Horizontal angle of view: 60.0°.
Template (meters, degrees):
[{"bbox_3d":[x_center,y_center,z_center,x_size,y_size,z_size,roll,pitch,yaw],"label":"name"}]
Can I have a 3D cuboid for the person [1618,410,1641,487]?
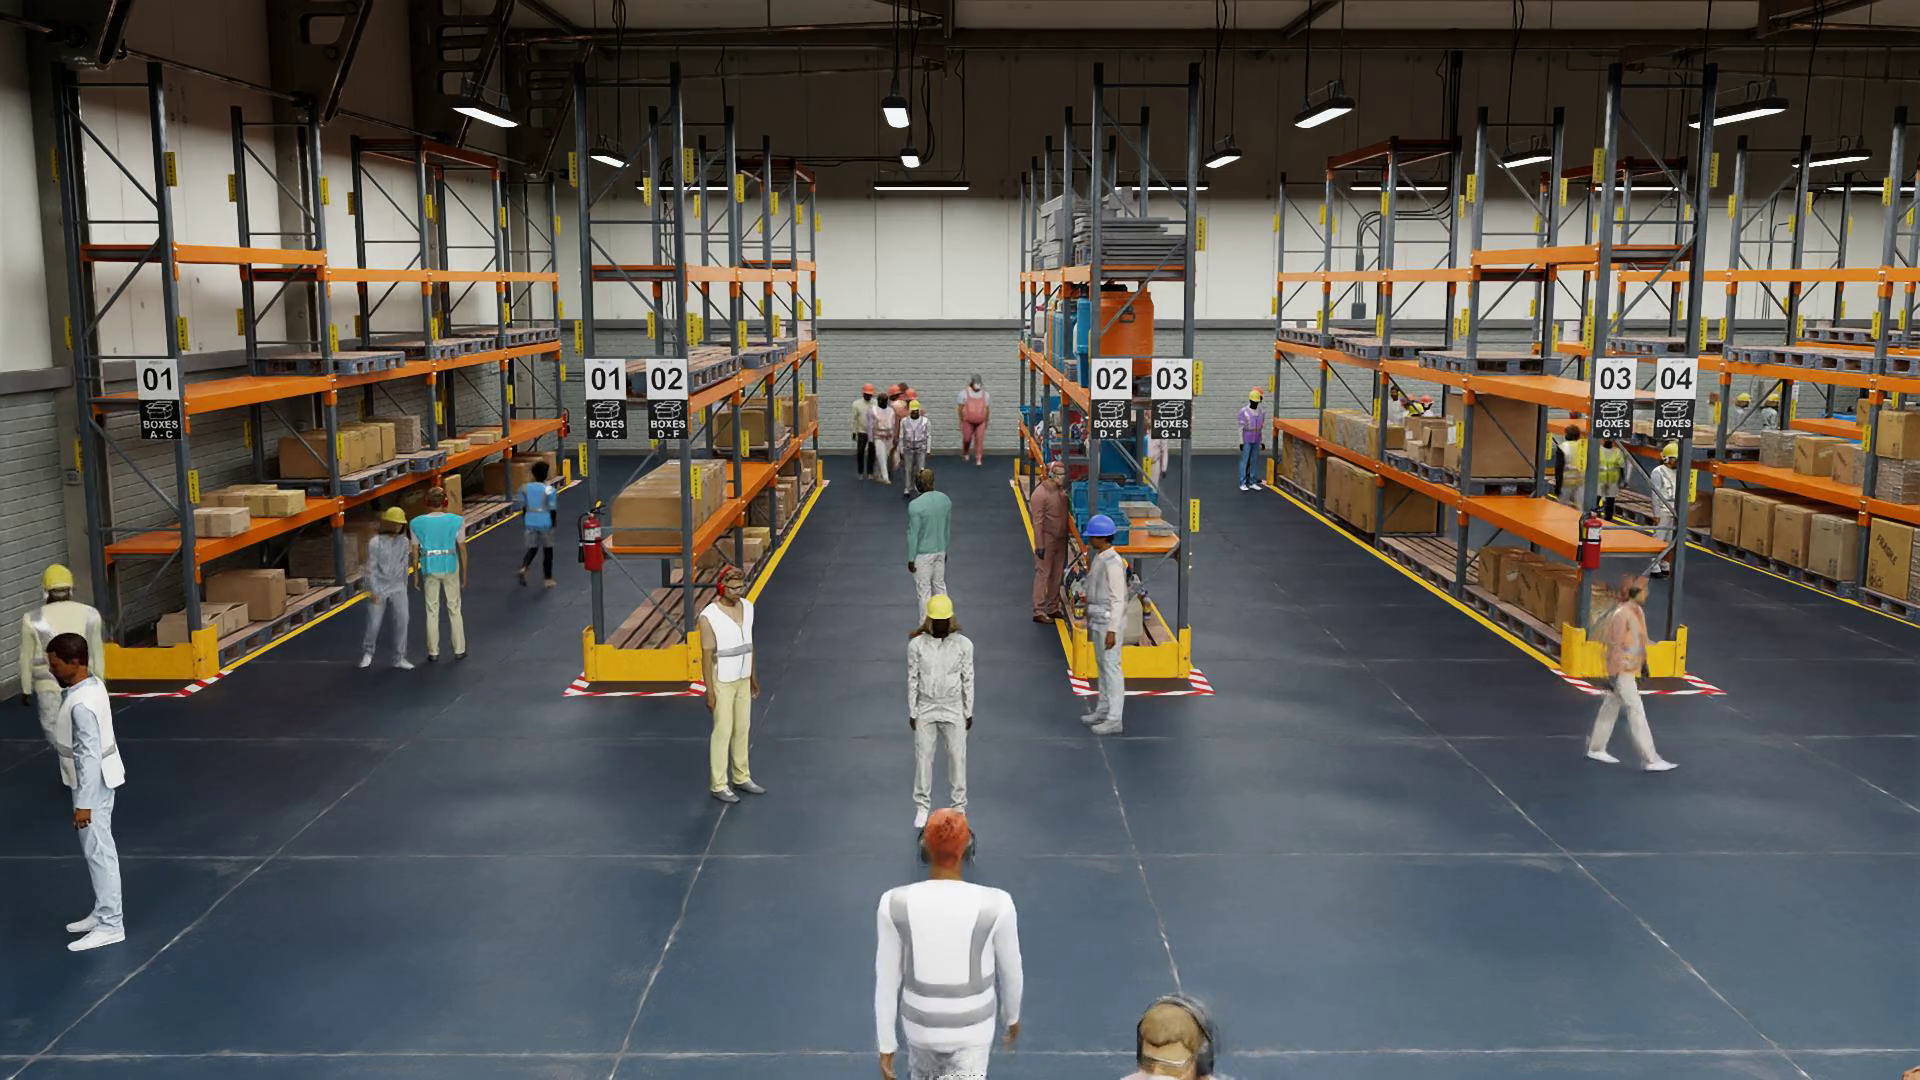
[{"bbox_3d":[12.937,-1.957,32.334,0.574,1.848,0.572,0,9,2],"label":"person"}]

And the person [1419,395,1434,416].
[{"bbox_3d":[9.177,-1.983,32.819,0.324,1.752,0.562,3,9,19],"label":"person"}]

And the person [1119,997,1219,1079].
[{"bbox_3d":[0.706,2.258,5.070,0.632,1.913,0.881,4,10,26],"label":"person"}]

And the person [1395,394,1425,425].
[{"bbox_3d":[8.398,-1.768,31.028,0.589,1.889,0.539,3,9,18],"label":"person"}]

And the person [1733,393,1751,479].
[{"bbox_3d":[15.796,-2.106,33.685,0.335,1.733,0.493,3,9,17],"label":"person"}]

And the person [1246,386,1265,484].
[{"bbox_3d":[5.804,-2.059,32.751,0.388,1.930,0.547,6,11,35],"label":"person"}]

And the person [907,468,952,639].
[{"bbox_3d":[-0.354,0.159,18.497,0.377,1.929,0.633,8,12,42],"label":"person"}]

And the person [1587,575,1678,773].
[{"bbox_3d":[5.517,1.090,13.542,0.807,1.602,0.535,6,11,33],"label":"person"}]

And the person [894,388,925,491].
[{"bbox_3d":[-0.979,-1.939,31.855,0.651,1.964,0.718,-3,9,-21],"label":"person"}]

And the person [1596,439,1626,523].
[{"bbox_3d":[10.190,-0.923,26.213,0.554,1.677,0.373,2,9,11],"label":"person"}]

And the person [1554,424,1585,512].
[{"bbox_3d":[9.434,-0.859,25.457,0.645,1.813,0.842,-1,9,-9],"label":"person"}]

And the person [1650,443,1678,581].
[{"bbox_3d":[9.477,-0.380,22.255,0.591,1.833,0.403,-6,11,-35],"label":"person"}]

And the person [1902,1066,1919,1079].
[{"bbox_3d":[2.970,2.391,5.107,0.287,1.627,0.497,4,10,26],"label":"person"}]

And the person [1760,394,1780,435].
[{"bbox_3d":[16.351,-2.091,33.592,0.317,1.733,0.491,-1,9,-4],"label":"person"}]

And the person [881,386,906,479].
[{"bbox_3d":[-1.288,-2.145,33.419,0.635,1.902,0.646,6,11,33],"label":"person"}]

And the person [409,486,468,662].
[{"bbox_3d":[-5.454,0.361,17.439,0.564,1.847,0.395,-2,9,-14],"label":"person"}]

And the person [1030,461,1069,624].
[{"bbox_3d":[1.086,0.023,19.470,0.399,1.900,0.648,6,11,34],"label":"person"}]

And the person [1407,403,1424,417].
[{"bbox_3d":[7.784,-1.373,28.366,0.373,1.920,0.585,0,9,3],"label":"person"}]

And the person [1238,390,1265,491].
[{"bbox_3d":[5.578,-1.897,31.742,0.585,1.917,0.381,-4,10,-26],"label":"person"}]

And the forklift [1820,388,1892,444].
[{"bbox_3d":[20.072,-3.110,36.462,1.873,2.768,1.129,0,9,0],"label":"forklift"}]

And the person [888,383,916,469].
[{"bbox_3d":[-1.207,-2.422,35.382,0.623,1.839,0.429,2,9,12],"label":"person"}]

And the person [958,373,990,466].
[{"bbox_3d":[0.315,-2.613,35.954,0.708,2.000,0.615,-1,9,-9],"label":"person"}]

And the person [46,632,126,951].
[{"bbox_3d":[-5.226,1.487,9.988,0.392,1.914,0.589,-4,10,-27],"label":"person"}]

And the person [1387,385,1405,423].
[{"bbox_3d":[8.982,-2.270,34.345,0.326,1.861,0.508,-7,11,-38],"label":"person"}]

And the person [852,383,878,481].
[{"bbox_3d":[-1.830,-2.148,33.231,0.615,1.952,0.721,-1,9,-9],"label":"person"}]

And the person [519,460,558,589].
[{"bbox_3d":[-5.450,-0.181,21.445,0.536,1.678,0.517,2,9,13],"label":"person"}]

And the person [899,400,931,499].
[{"bbox_3d":[-0.825,-1.647,30.404,0.600,1.829,0.404,1,9,4],"label":"person"}]

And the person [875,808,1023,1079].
[{"bbox_3d":[-0.029,2.001,6.925,0.575,1.853,0.924,2,9,10],"label":"person"}]

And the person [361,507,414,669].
[{"bbox_3d":[-5.935,0.483,17.140,0.666,1.695,0.496,8,12,40],"label":"person"}]

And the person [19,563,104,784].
[{"bbox_3d":[-6.908,1.089,12.864,0.723,1.813,0.593,7,11,39],"label":"person"}]

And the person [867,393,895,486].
[{"bbox_3d":[-1.523,-2.001,32.774,0.635,1.809,0.855,-6,11,-34],"label":"person"}]

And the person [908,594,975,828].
[{"bbox_3d":[-0.139,1.246,12.113,0.486,1.736,0.320,0,9,2],"label":"person"}]

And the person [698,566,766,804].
[{"bbox_3d":[-1.776,1.098,12.762,0.408,1.830,0.579,5,10,31],"label":"person"}]

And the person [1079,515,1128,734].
[{"bbox_3d":[1.283,0.738,14.707,0.402,1.944,0.605,-1,9,-9],"label":"person"}]
